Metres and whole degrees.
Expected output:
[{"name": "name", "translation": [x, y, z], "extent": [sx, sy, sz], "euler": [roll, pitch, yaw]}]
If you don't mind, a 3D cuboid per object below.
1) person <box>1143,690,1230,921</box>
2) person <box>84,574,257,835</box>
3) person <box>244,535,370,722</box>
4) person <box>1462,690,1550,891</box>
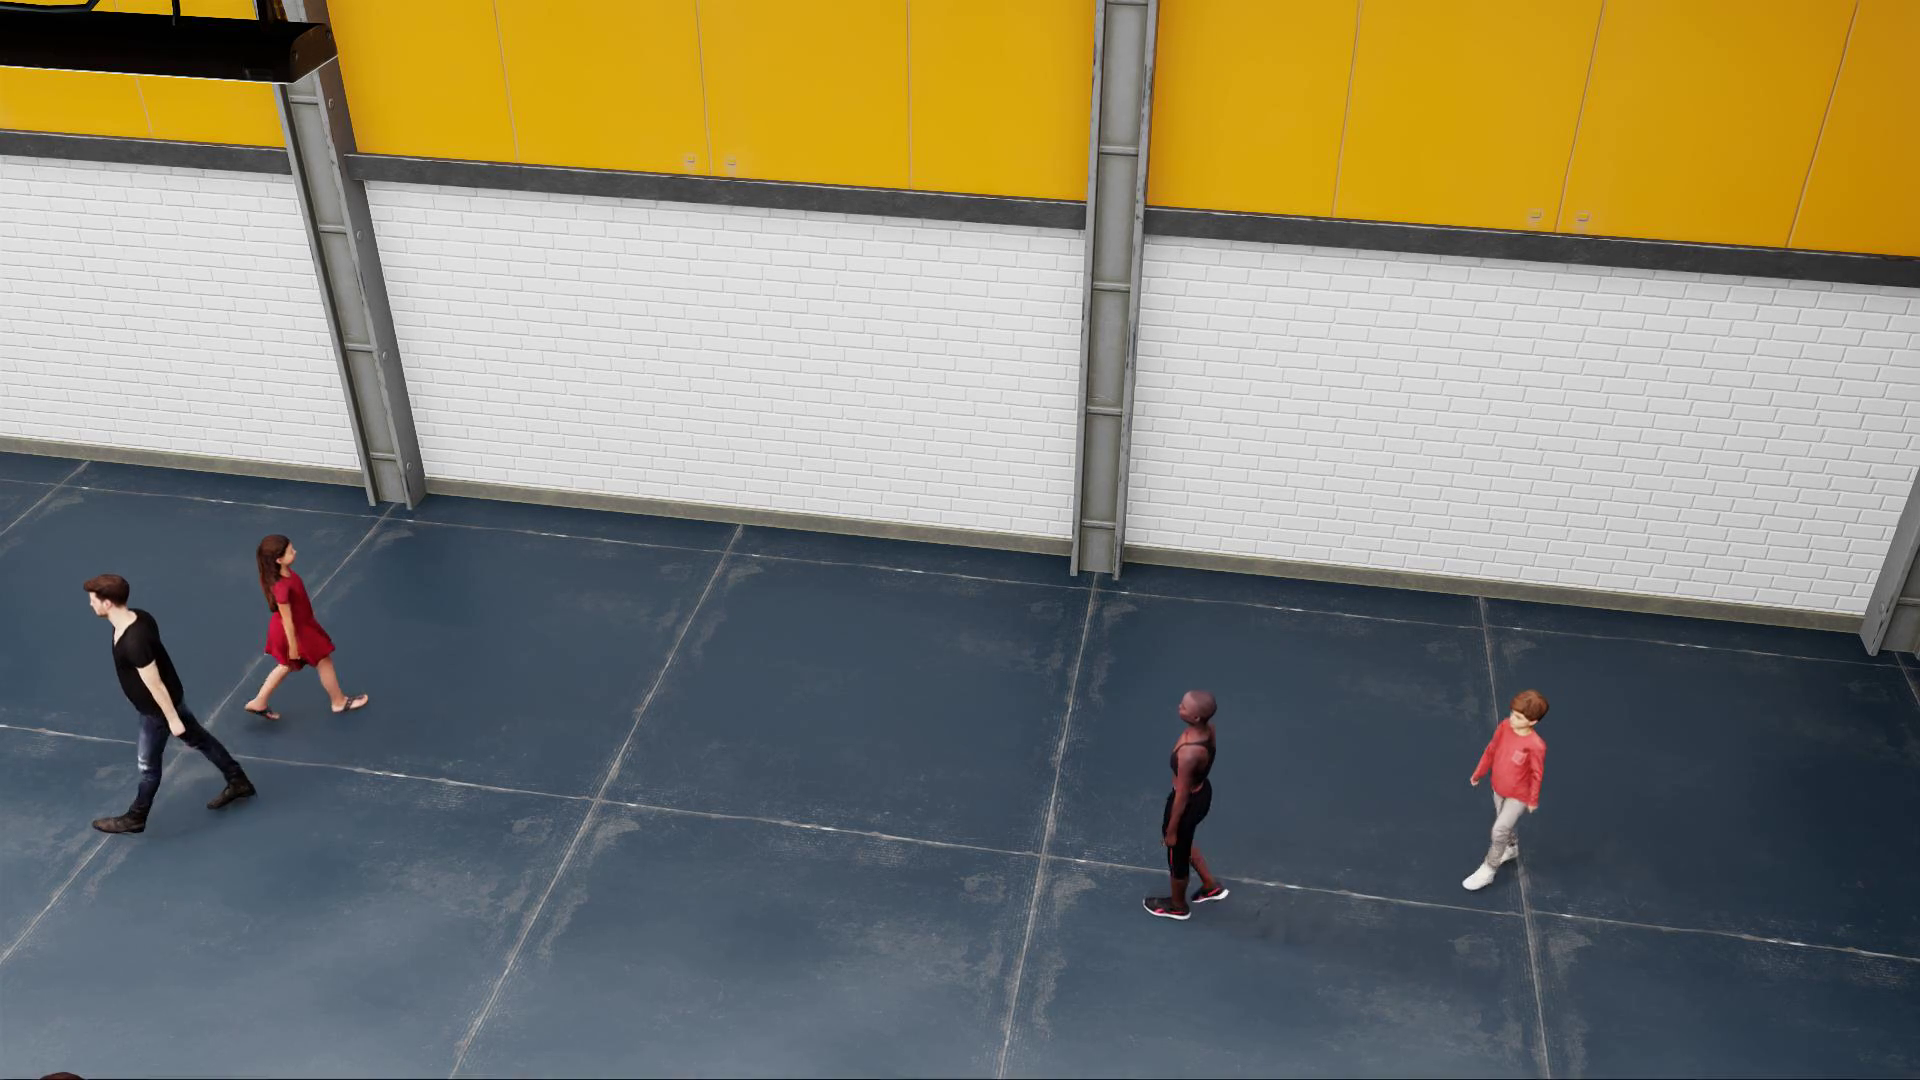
[{"name": "person", "translation": [1.423, 1.585, 9.732], "extent": [0.777, 1.753, 0.675], "euler": [12, 36, 18]}, {"name": "person", "translation": [-4.946, 1.010, 10.517], "extent": [1.298, 1.842, 1.152], "euler": [-17, 37, -24]}, {"name": "person", "translation": [-4.631, 0.633, 11.368], "extent": [1.080, 1.526, 0.936], "euler": [-16, 37, -23]}, {"name": "person", "translation": [3.444, 1.485, 10.202], "extent": [0.844, 1.400, 0.740], "euler": [-12, 35, -17]}]
